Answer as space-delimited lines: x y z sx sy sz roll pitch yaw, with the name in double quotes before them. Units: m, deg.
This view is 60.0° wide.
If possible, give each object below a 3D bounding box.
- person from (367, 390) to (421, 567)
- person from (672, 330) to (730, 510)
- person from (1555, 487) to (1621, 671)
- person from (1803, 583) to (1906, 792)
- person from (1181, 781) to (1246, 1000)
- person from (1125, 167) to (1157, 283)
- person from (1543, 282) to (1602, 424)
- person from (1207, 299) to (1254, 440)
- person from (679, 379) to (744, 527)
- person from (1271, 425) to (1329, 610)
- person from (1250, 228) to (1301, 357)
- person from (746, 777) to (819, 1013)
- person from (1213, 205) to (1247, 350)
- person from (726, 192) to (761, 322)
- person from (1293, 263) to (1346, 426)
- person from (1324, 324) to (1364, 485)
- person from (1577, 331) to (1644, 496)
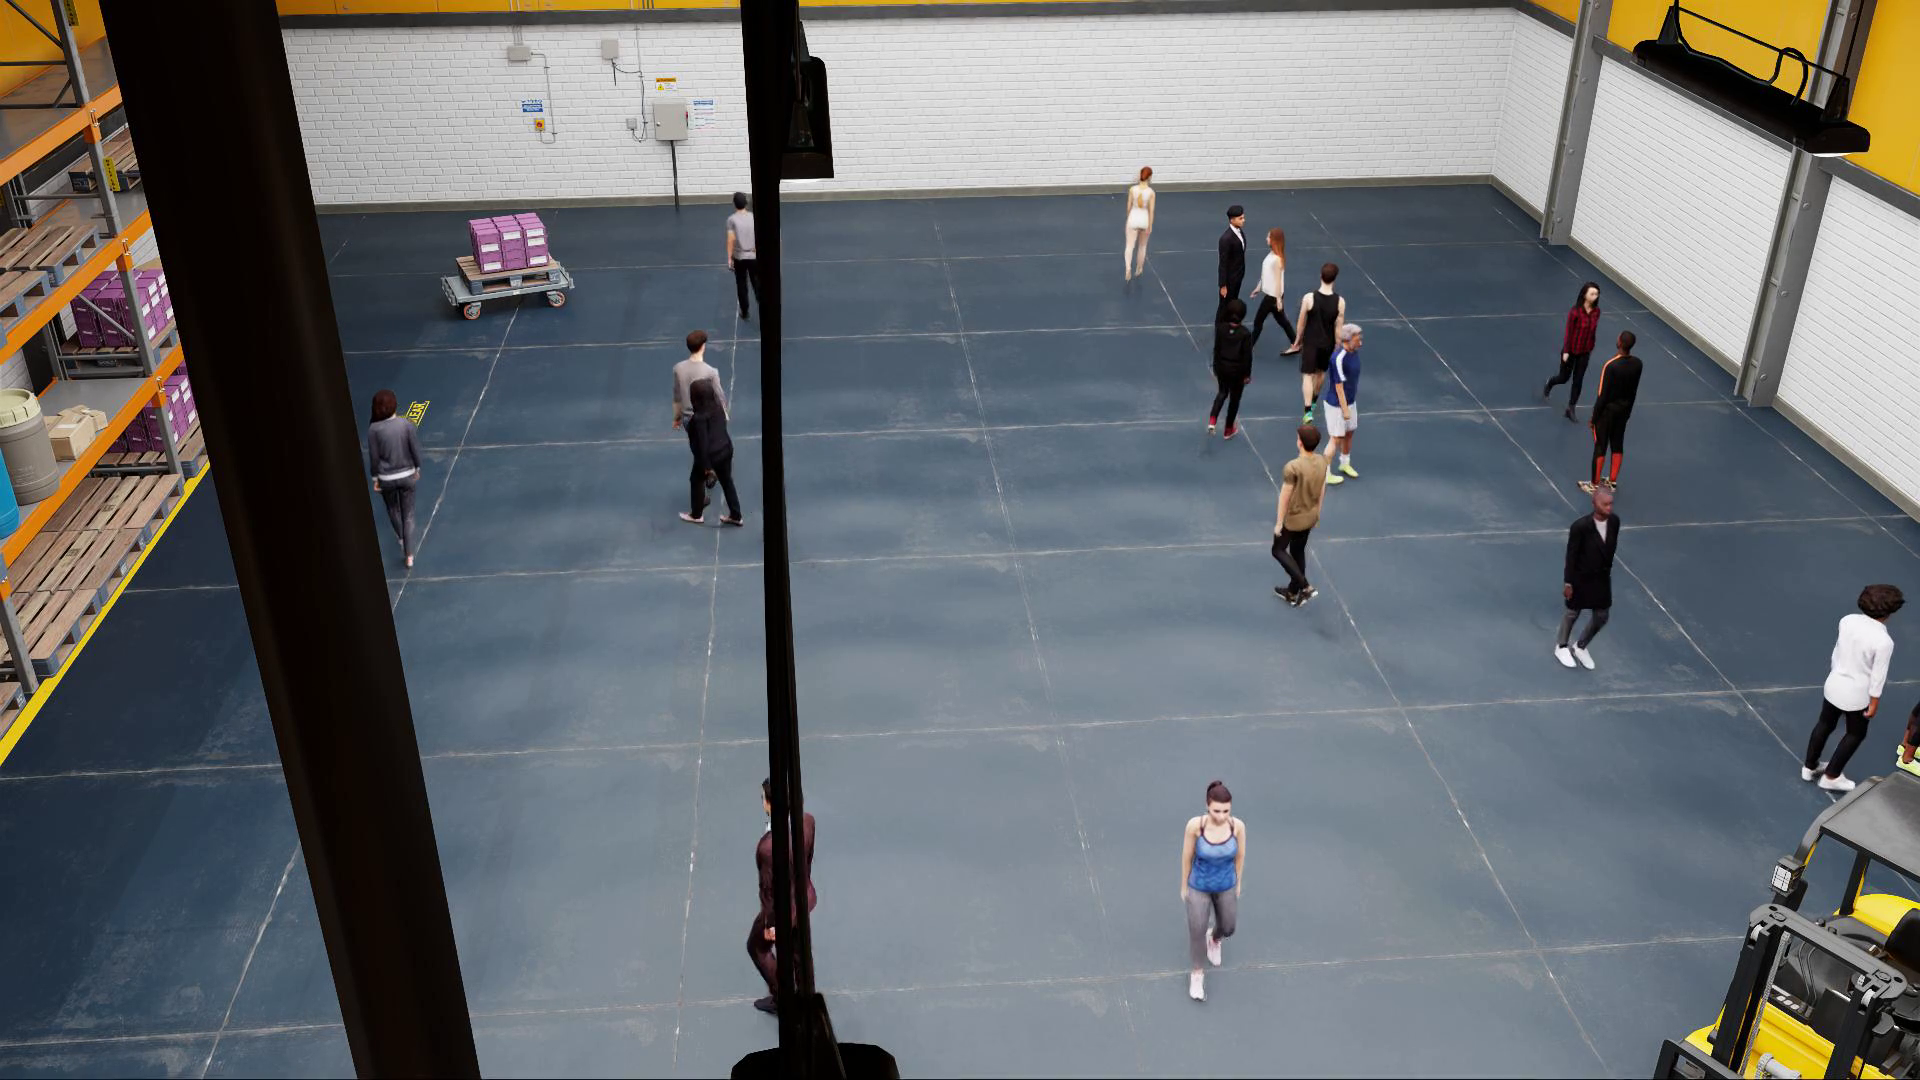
"person" -5.447 -0.556 16.125 0.765 1.727 1.007 -10 30 -18
"person" -2.732 -1.179 17.112 0.981 1.875 1.128 13 31 23
"person" 5.438 0.291 14.547 0.718 1.750 0.697 -6 29 -12
"person" 6.933 1.137 12.942 0.764 1.802 0.616 -11 30 -19
"person" 1.675 2.275 11.061 0.619 1.605 0.801 1 29 2
"person" 2.489 -4.389 23.264 0.759 1.619 1.006 7 29 12
"person" 7.080 -2.213 19.252 0.689 1.641 0.946 -8 30 -14
"person" 3.013 -1.869 18.595 0.841 1.665 0.924 17 33 28
"person" -2.423 -0.843 16.801 0.920 1.583 0.944 9 30 16
"person" 3.166 -0.166 15.292 0.888 1.840 0.991 -17 33 -28
"person" 3.999 -3.042 20.733 0.830 1.678 1.083 5 29 8
"person" -1.059 2.355 10.660 0.877 1.850 0.801 19 34 31
"person" 3.416 -3.330 21.048 0.834 1.883 0.711 15 32 25
"person" -2.781 -3.694 21.858 0.784 1.745 0.867 -12 31 -21
"person" 4.085 -2.212 19.021 0.793 1.861 1.198 2 29 4
"person" 4.018 -1.458 17.689 0.855 1.812 0.780 14 31 24
"person" 6.865 -1.344 17.486 0.673 1.807 0.597 -8 30 -14
